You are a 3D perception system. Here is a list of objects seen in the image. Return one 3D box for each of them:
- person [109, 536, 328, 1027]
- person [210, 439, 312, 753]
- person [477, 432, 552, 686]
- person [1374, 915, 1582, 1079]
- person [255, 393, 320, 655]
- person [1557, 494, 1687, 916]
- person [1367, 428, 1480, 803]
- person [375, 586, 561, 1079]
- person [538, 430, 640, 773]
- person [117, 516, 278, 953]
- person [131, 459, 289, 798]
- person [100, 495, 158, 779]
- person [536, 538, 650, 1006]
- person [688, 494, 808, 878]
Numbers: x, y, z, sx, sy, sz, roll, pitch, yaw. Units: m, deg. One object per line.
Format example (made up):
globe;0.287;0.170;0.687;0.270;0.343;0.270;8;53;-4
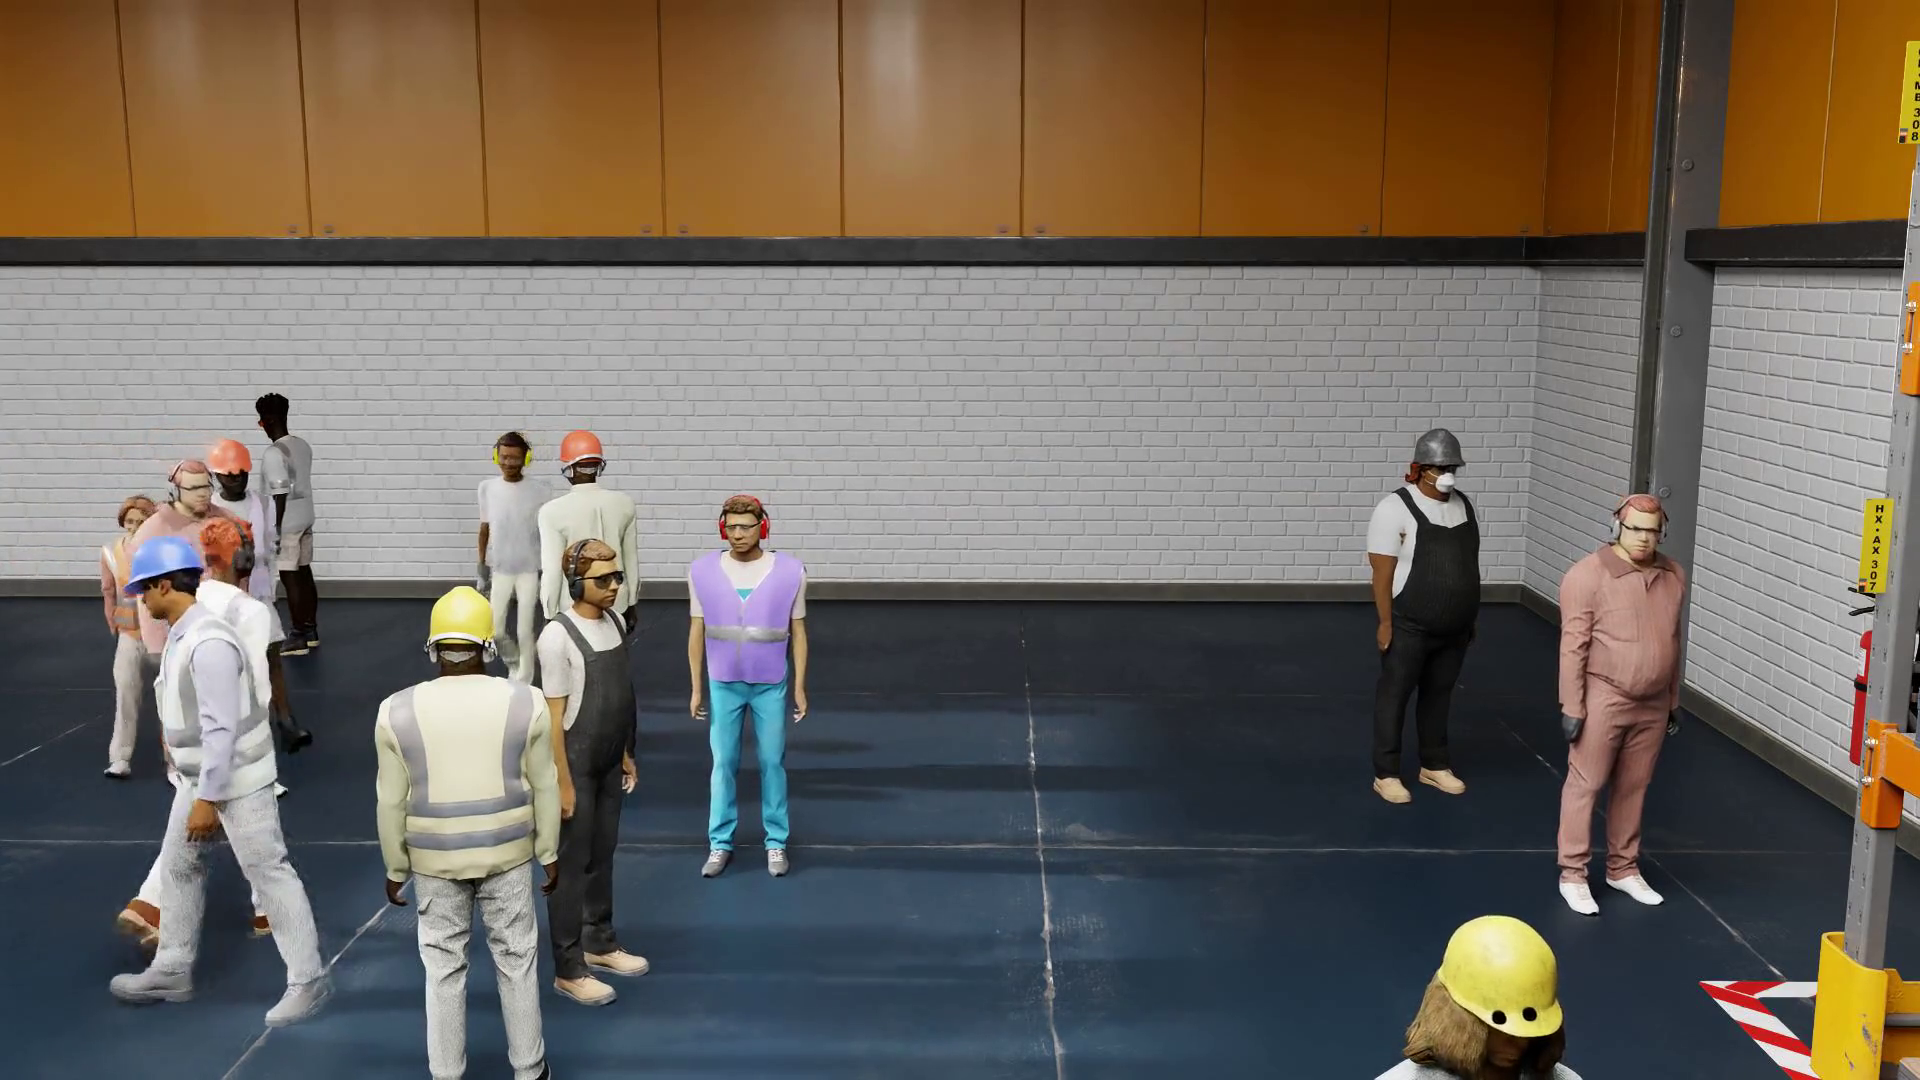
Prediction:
person;-2.892;0.925;6.406;0.728;1.891;0.681;-8;12;-40
person;-4.277;0.340;9.921;1.012;1.875;0.552;9;13;44
person;-2.873;0.211;10.795;0.518;1.854;0.455;0;9;3
person;0.967;1.539;3.155;0.485;1.741;0.302;-2;10;-13
person;-5.028;-0.119;12.424;0.374;1.960;0.600;0;9;0
person;2.999;0.734;7.490;0.644;1.903;0.399;-3;10;-18
person;2.573;0.405;9.049;0.682;2.000;0.536;-4;10;-23
person;-1.675;1.066;5.713;0.600;1.829;0.404;-3;10;-16
person;-2.089;0.375;9.361;0.614;1.993;0.395;-8;13;-41
person;-3.177;0.838;7.012;0.588;1.858;0.766;4;10;22
person;-4.092;0.495;9.013;0.823;1.869;0.670;6;11;34
person;-4.647;0.553;9.492;0.511;1.599;0.812;-1;10;-8
person;-1.467;0.903;6.648;0.351;1.846;0.506;4;10;21
person;-1.003;0.687;7.937;0.565;1.845;0.384;0;9;0
